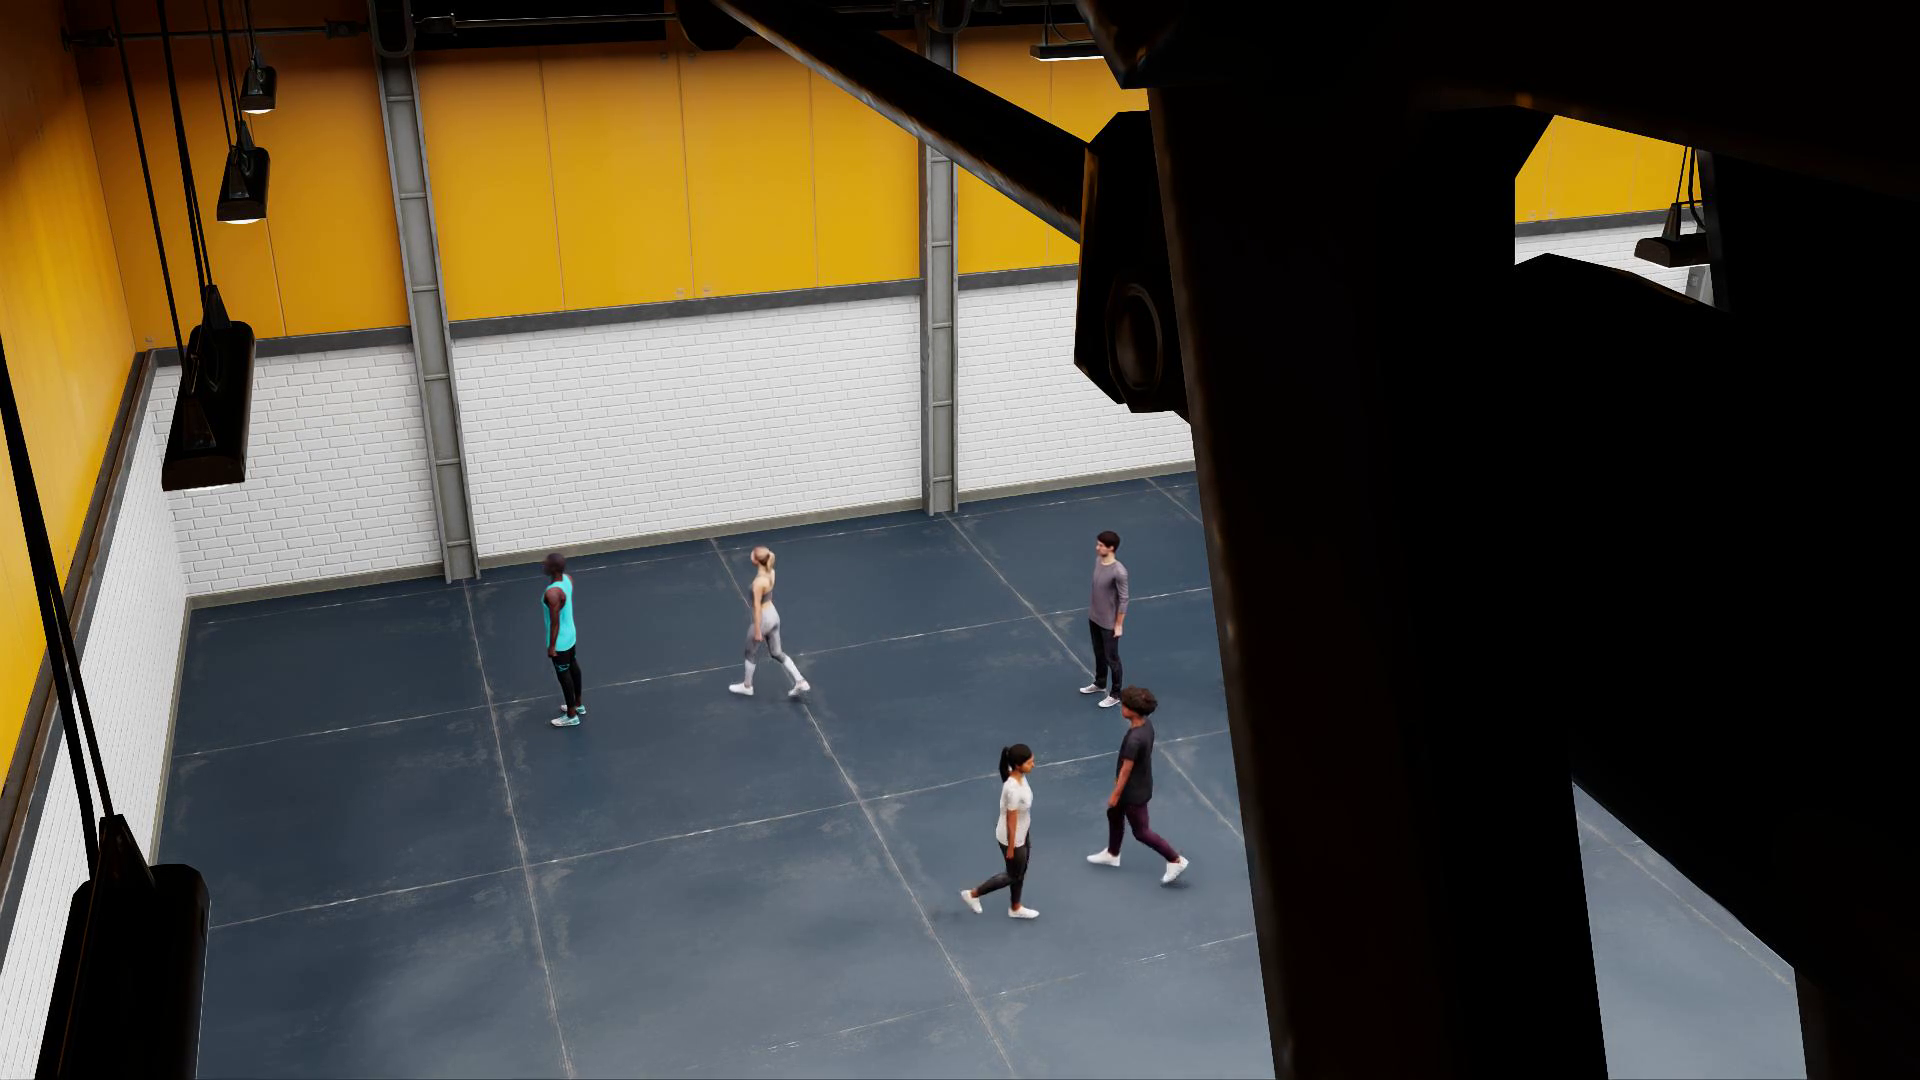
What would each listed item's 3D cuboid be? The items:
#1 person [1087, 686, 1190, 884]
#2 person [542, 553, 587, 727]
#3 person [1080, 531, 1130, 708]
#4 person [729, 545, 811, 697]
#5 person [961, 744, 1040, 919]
[{"bbox_3d":[1.532,2.050,13.809,1.176,1.752,0.966,4,24,8],"label":"person"},{"bbox_3d":[-3.876,0.955,16.243,0.667,1.811,0.675,3,24,8],"label":"person"},{"bbox_3d":[1.471,0.766,16.625,0.566,1.851,0.704,-12,26,-25],"label":"person"},{"bbox_3d":[-1.878,0.856,16.646,1.130,1.669,1.025,9,25,21],"label":"person"},{"bbox_3d":[0.342,2.353,13.278,0.945,1.624,0.786,3,24,6],"label":"person"}]
